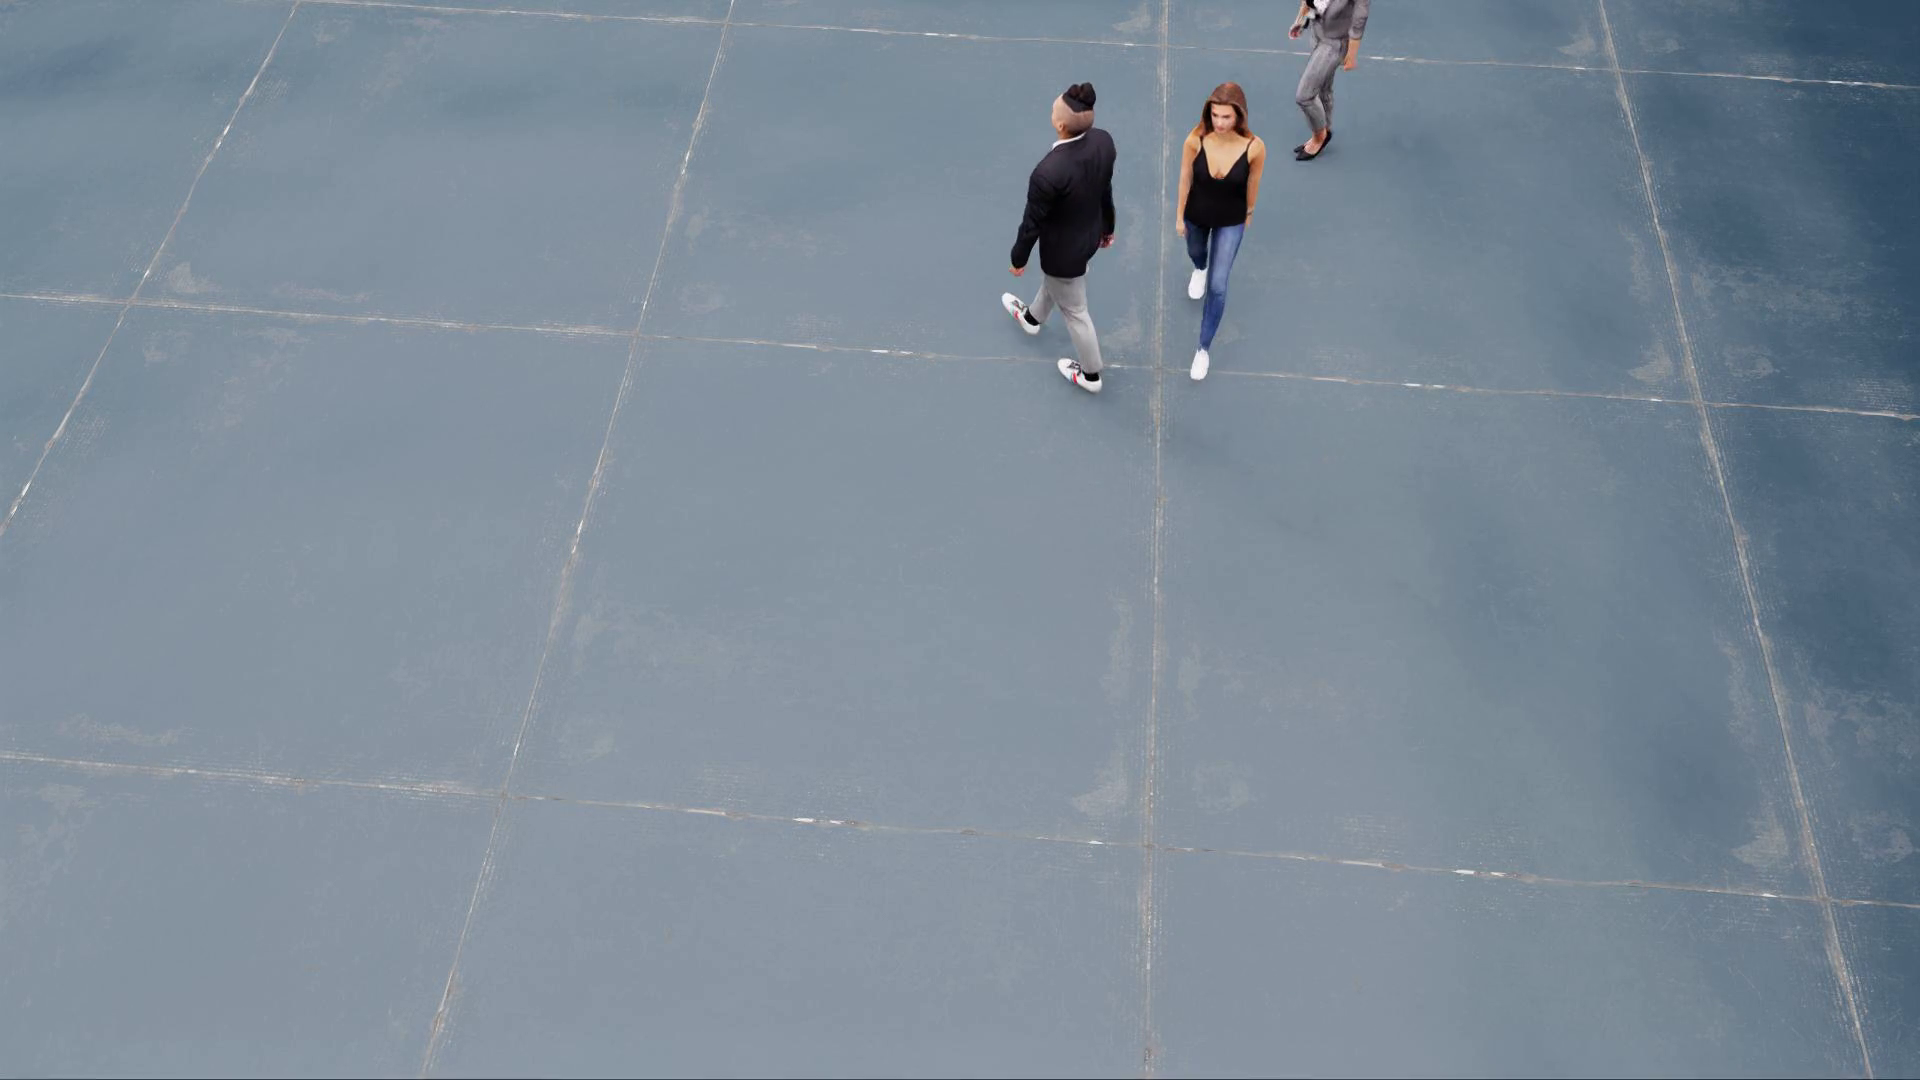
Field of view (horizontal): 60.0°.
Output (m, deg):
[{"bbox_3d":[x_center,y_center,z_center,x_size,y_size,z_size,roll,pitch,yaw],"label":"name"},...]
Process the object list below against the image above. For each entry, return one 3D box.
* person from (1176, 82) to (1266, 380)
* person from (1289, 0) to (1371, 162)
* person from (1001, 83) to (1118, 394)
[{"bbox_3d":[1.371,-1.797,8.968,1.110,1.672,0.799,13,53,10],"label":"person"},{"bbox_3d":[2.273,-2.981,9.891,0.697,1.664,0.691,-11,53,-8],"label":"person"},{"bbox_3d":[0.638,-1.501,8.581,1.212,1.922,1.103,36,60,24],"label":"person"}]
